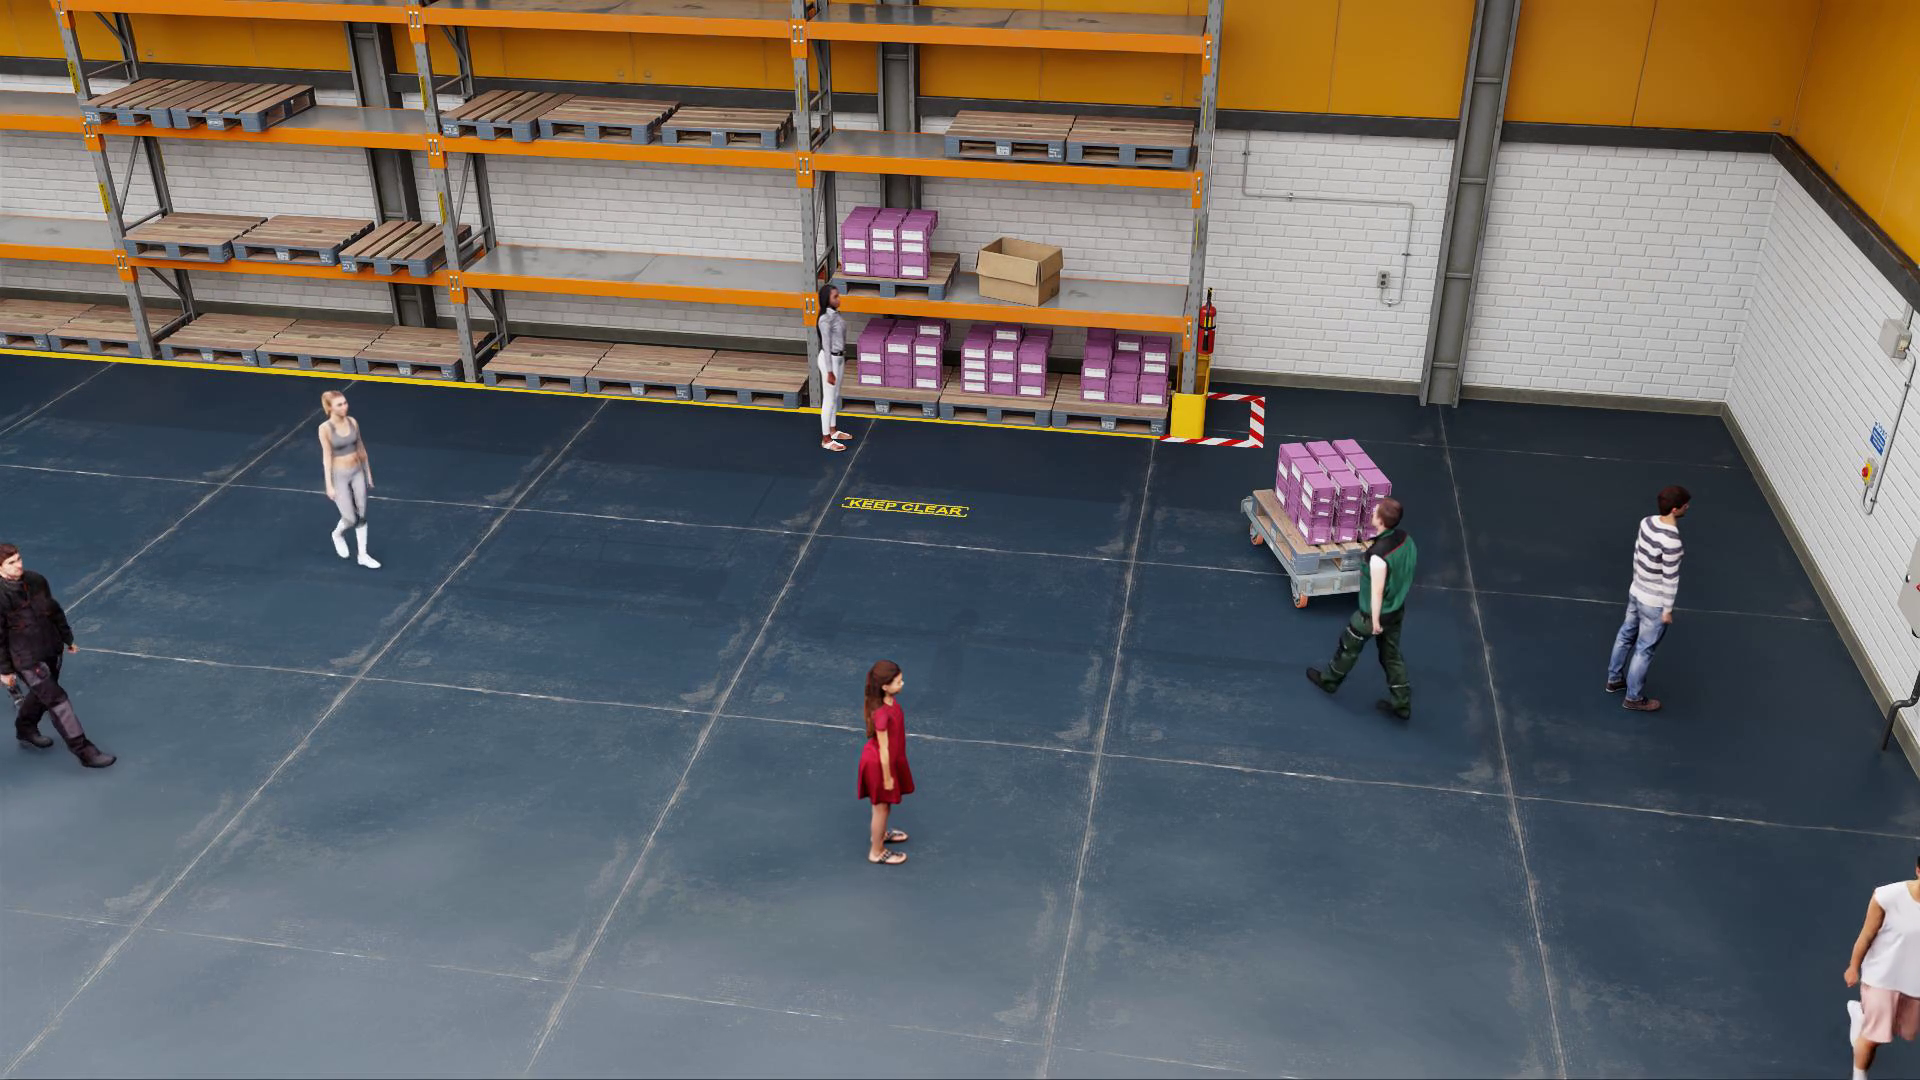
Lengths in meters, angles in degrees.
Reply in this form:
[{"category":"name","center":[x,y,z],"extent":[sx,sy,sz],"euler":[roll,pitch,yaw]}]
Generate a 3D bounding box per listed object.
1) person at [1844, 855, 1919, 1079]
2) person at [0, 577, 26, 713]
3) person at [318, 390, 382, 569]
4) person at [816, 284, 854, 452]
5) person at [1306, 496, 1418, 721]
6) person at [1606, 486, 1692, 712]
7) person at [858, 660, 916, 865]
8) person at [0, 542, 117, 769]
[{"category":"person","center":[5.221,2.371,9.285],"extent":[0.941,1.765,0.727],"euler":[3,29,6]},{"category":"person","center":[-7.499,0.491,12.806],"extent":[0.991,1.694,1.088],"euler":[-21,35,-34]},{"category":"person","center":[-5.473,-0.547,14.706],"extent":[0.856,1.696,0.756],"euler":[19,34,31]},{"category":"person","center":[-1.305,-1.783,16.944],"extent":[0.534,1.724,0.603],"euler":[7,29,13]},{"category":"person","center":[3.256,0.549,12.597],"extent":[1.049,1.793,1.196],"euler":[-25,37,-38]},{"category":"person","center":[5.294,0.425,12.761],"extent":[0.649,1.854,0.711],"euler":[-4,29,-8]},{"category":"person","center":[-0.517,1.477,11.146],"extent":[0.625,1.552,0.562],"euler":[2,29,3]},{"category":"person","center":[-6.774,0.836,12.062],"extent":[1.136,1.801,0.747],"euler":[6,29,11]}]
